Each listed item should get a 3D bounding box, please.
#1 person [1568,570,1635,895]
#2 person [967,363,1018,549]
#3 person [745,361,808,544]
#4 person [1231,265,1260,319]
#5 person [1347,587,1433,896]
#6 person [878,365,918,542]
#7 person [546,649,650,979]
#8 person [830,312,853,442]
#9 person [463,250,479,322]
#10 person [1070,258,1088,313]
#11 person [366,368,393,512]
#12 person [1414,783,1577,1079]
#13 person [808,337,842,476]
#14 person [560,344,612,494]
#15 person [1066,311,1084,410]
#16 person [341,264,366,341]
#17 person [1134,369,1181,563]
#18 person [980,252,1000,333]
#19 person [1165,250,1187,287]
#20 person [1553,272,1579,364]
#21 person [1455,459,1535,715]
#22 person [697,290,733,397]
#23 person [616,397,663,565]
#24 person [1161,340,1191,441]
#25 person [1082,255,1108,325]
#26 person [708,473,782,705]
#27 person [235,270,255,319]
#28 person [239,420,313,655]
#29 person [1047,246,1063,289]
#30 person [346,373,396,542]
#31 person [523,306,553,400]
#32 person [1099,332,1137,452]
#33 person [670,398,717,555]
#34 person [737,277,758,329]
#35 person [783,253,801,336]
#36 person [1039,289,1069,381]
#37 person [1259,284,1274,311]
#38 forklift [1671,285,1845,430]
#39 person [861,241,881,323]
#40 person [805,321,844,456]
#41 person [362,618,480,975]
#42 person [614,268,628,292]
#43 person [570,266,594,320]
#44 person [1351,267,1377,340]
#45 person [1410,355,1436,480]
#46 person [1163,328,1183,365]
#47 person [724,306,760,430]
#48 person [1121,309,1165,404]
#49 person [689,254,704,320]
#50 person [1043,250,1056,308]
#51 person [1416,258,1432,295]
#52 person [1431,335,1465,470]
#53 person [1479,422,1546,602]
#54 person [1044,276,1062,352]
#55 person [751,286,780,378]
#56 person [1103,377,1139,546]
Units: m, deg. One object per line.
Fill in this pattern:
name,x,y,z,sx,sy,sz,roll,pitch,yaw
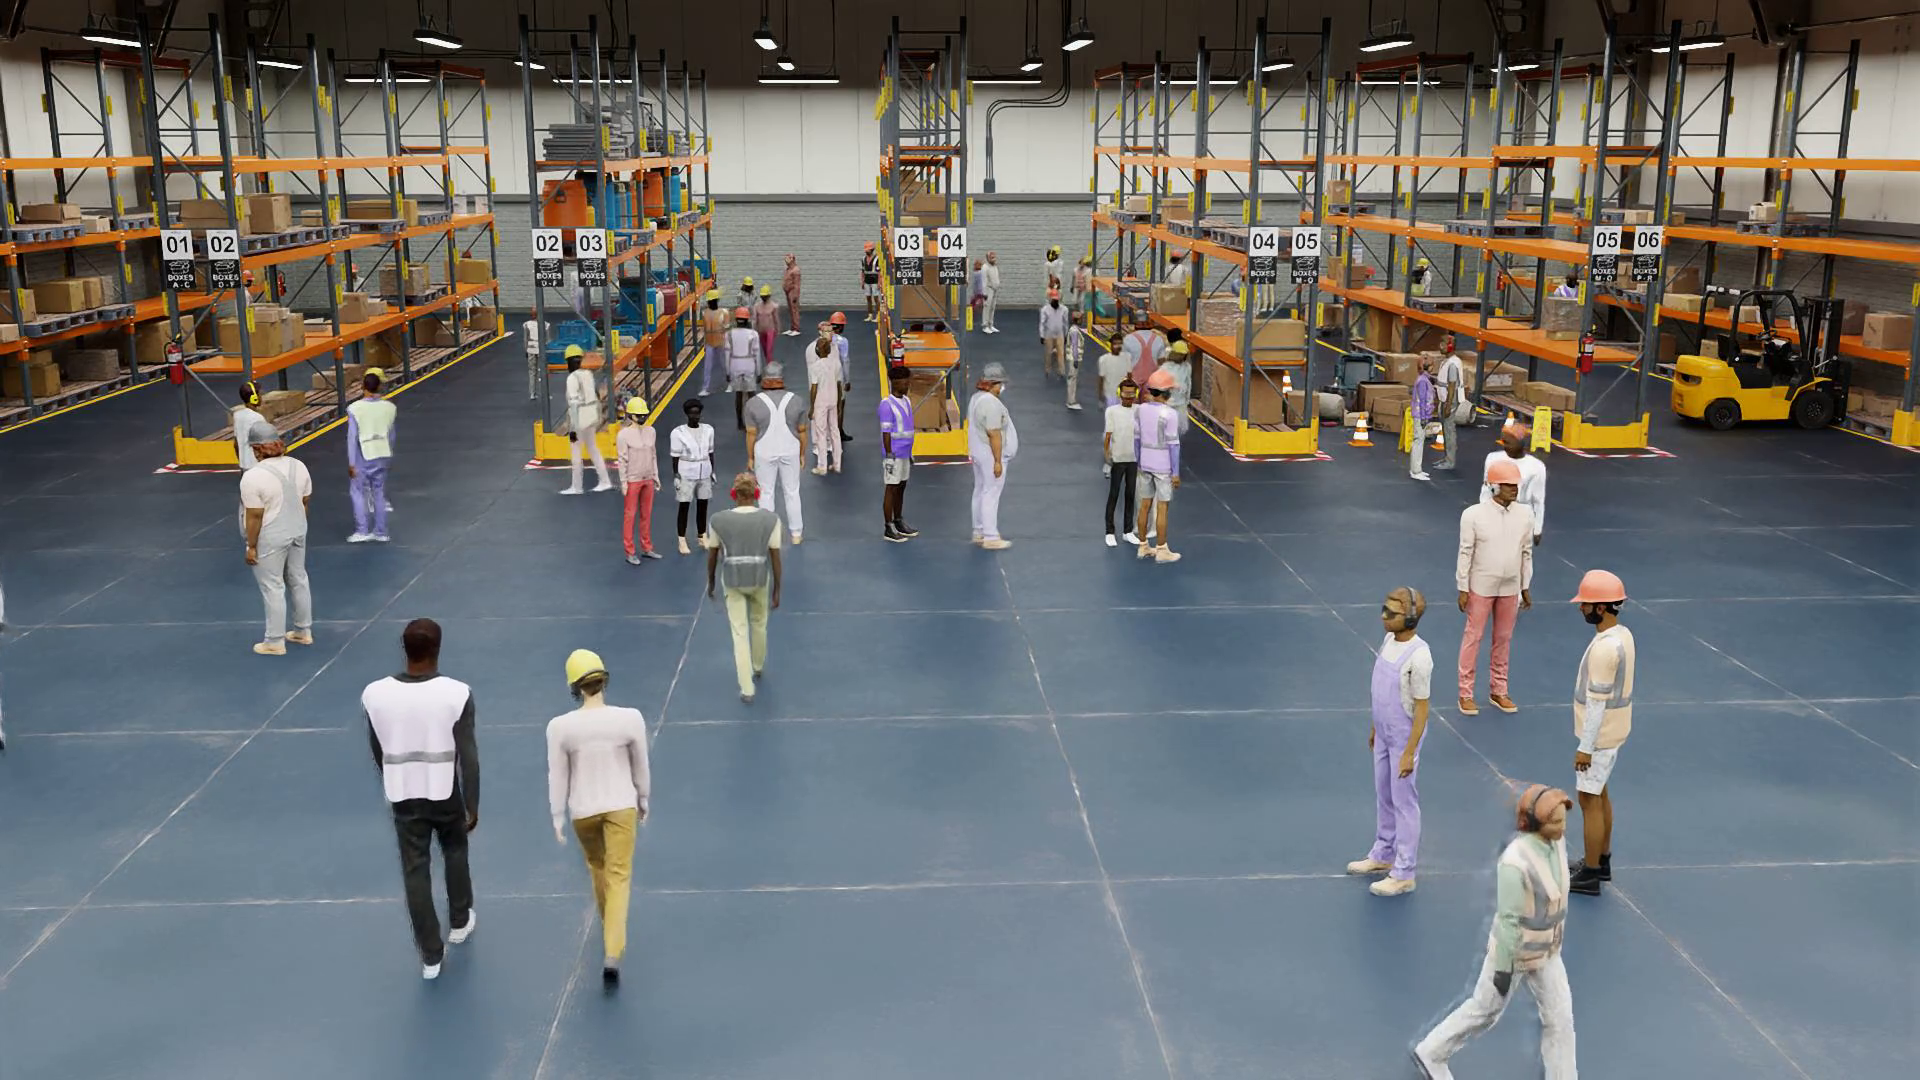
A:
person,3.727,1.122,9.782,0.390,1.923,0.548,8,15,30
person,0.369,-0.938,18.239,0.536,2.000,0.688,-4,14,-18
person,-2.033,-0.960,18.334,0.684,2.000,0.535,-3,14,-14
person,5.860,-4.687,34.241,0.615,1.989,1.065,3,14,13
person,2.548,1.166,9.746,0.345,1.847,0.508,-3,14,-12
person,-0.687,-0.976,18.559,0.367,1.967,0.606,5,14,21
person,-1.916,1.446,8.854,0.525,1.723,0.877,-2,13,-6
person,-1.820,-2.434,24.824,0.546,1.928,0.384,12,18,41
person,-11.926,-6.108,40.477,0.356,1.886,0.574,9,16,34
person,3.014,-6.271,41.725,0.580,1.613,0.372,6,15,25
person,-7.019,-1.211,20.048,0.345,1.736,0.486,-6,14,-23
person,2.486,1.825,7.487,0.517,1.601,0.849,-13,18,-43
person,-1.805,-1.786,22.253,0.517,1.843,0.326,-11,17,-38
person,-4.777,-1.520,21.034,0.475,1.930,0.611,4,14,15
person,1.926,-3.016,27.908,0.311,1.636,0.523,0,13,2
person,-13.687,-5.372,37.640,0.563,1.751,0.330,-9,16,-33
person,2.095,-0.780,17.557,0.370,2.048,0.607,-11,17,-38
person,0.737,-5.865,39.400,0.406,1.906,0.654,6,15,25
person,4.997,-5.749,38.756,0.608,1.994,1.096,0,13,-2
person,12.336,-4.496,33.737,0.622,1.847,0.429,-2,13,-8
person,4.123,0.361,12.832,0.619,1.997,0.373,-2,13,-10
person,-4.312,-3.498,29.466,0.601,1.876,0.993,5,14,19
person,-3.372,-0.630,17.527,0.311,1.768,0.531,10,16,35
person,2.982,-1.922,23.089,0.502,1.726,0.432,-5,14,-20
person,3.300,-6.135,40.888,0.605,1.739,0.566,8,16,31
person,-1.724,0.347,13.328,0.574,1.788,0.982,-3,14,-13
person,-13.869,-4.249,32.387,0.406,1.989,0.622,-9,16,-33
person,-5.967,-0.034,14.411,0.538,2.000,0.684,5,14,21
person,2.363,-6.508,42.172,0.410,1.898,0.636,-8,15,-30
person,-6.523,-0.897,18.423,0.451,1.884,0.663,10,16,35
person,-7.321,-3.243,28.890,0.508,1.629,0.314,1,13,4
person,2.158,-2.005,23.191,0.577,1.839,0.686,-5,14,-19
person,-2.863,-0.692,17.928,0.539,1.698,0.319,-10,17,-37
person,-4.329,-4.512,34.035,0.487,1.736,0.321,-12,18,-42
person,-3.937,-5.727,38.815,0.405,1.911,0.636,-5,14,-21
person,1.786,-3.845,31.268,0.591,1.703,0.891,-2,13,-8
person,8.235,-6.940,44.538,0.498,1.633,0.284,-5,14,-21
forklift,12.503,-2.886,26.166,2.313,2.155,1.214,-1,13,-3
person,-2.237,-6.455,41.652,0.612,2.029,0.410,9,16,34
person,-1.902,-2.158,23.694,0.407,1.910,0.640,9,16,33
person,-2.858,1.329,8.973,0.581,1.881,0.812,-2,13,-8
person,-7.380,-5.076,36.383,0.334,1.753,0.562,-2,13,-7
person,-8.971,-5.811,39.501,0.556,1.745,0.444,-1,13,-5
person,9.161,-5.271,37.308,0.871,1.703,0.568,-7,15,-28
person,6.112,-1.622,21.988,0.307,1.645,0.519,3,14,14
person,3.162,-2.336,24.925,0.321,1.686,0.539,2,13,9
person,-3.351,-2.637,25.682,0.553,1.935,0.436,1,13,3
person,2.614,-2.364,24.281,0.686,2.000,0.535,-4,14,-18
person,-6.441,-6.086,40.632,0.299,1.772,0.533,6,15,26
person,2.207,-6.187,40.859,0.326,1.865,0.519,-4,14,-16
person,10.683,-5.587,38.414,0.404,1.824,0.590,0,13,-1
person,6.659,-1.867,22.620,0.387,1.837,0.561,2,13,7
person,5.117,-0.180,15.407,0.594,1.866,0.796,11,17,39
person,1.990,-4.798,35.466,0.498,1.633,0.278,-11,17,-40
person,-3.709,-4.027,31.996,0.524,1.729,0.869,3,14,14
person,1.822,-0.862,18.298,0.523,1.865,0.317,-5,14,-19
